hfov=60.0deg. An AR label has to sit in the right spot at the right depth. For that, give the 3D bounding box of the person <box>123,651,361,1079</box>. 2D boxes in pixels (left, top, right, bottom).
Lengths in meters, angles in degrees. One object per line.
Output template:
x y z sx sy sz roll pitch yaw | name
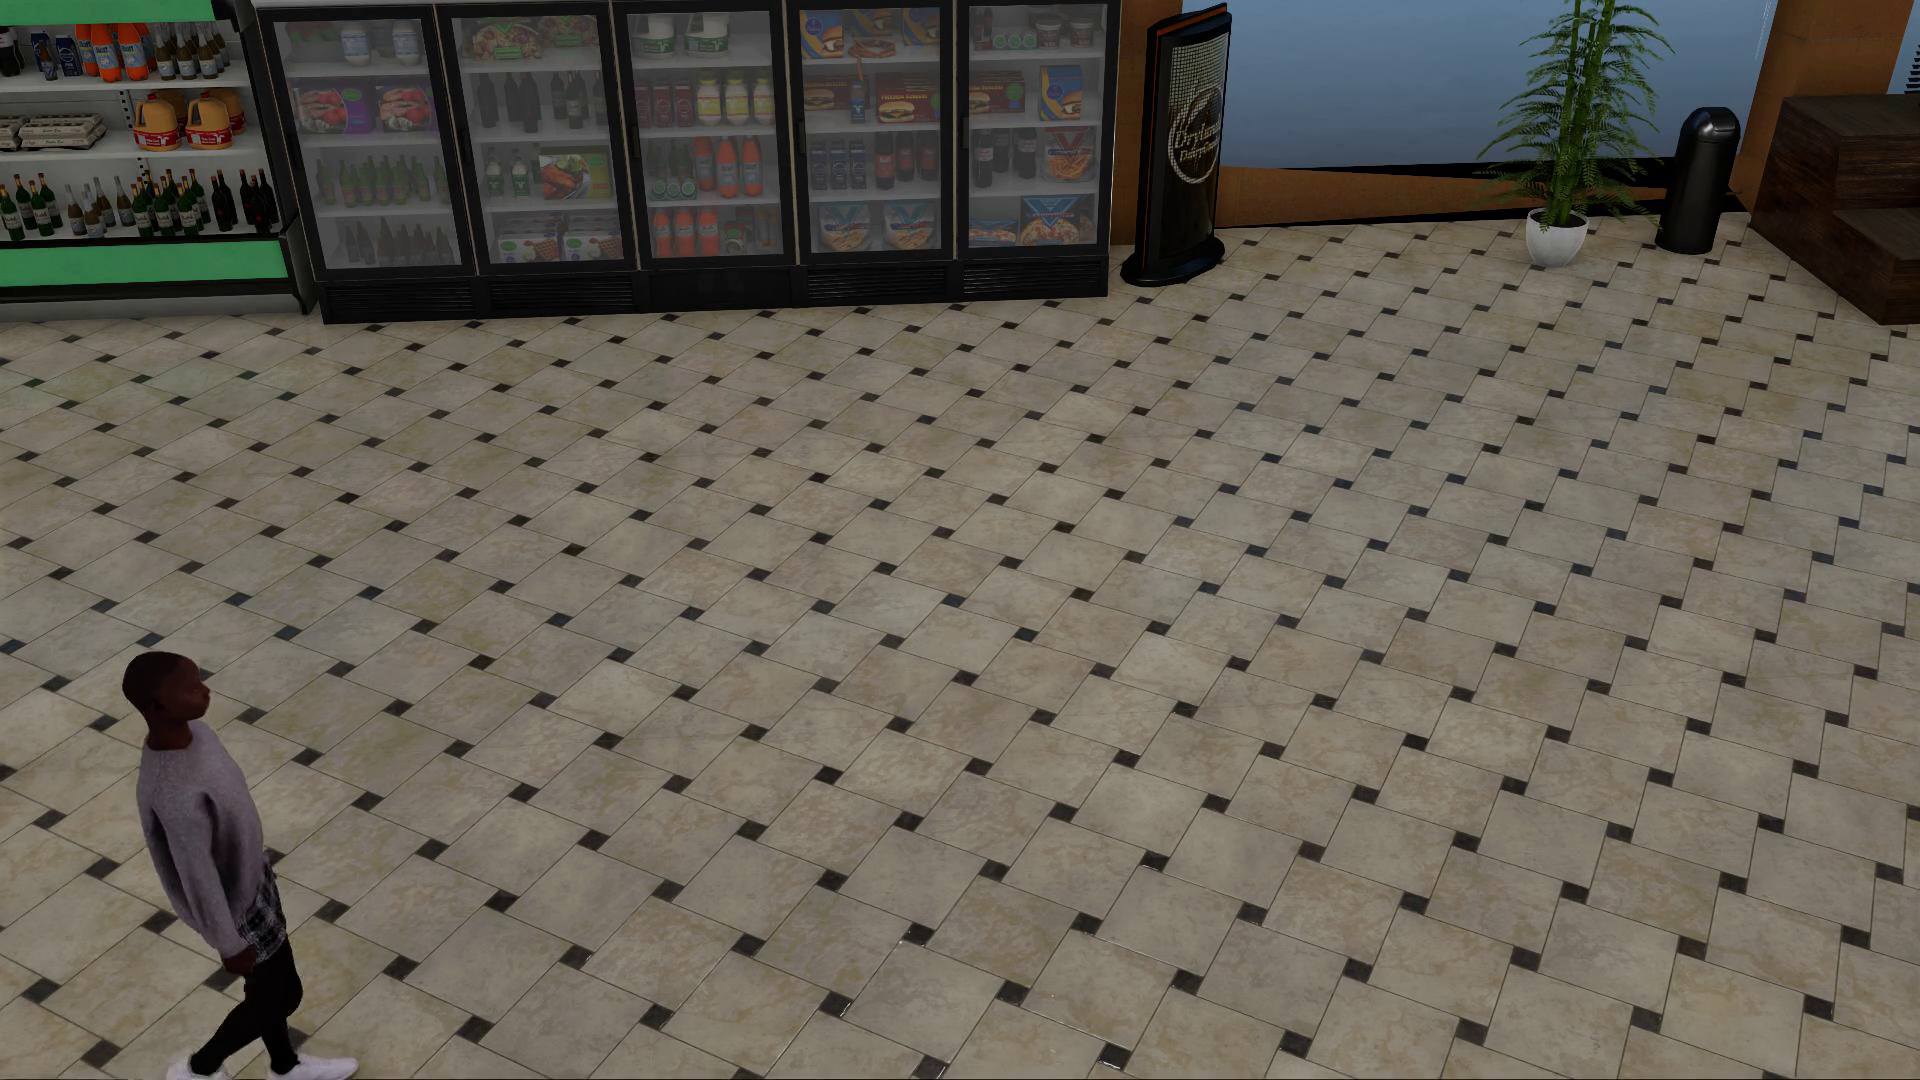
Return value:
-2.310 1.098 5.045 0.846 1.767 0.734 -9 33 -14 | person
